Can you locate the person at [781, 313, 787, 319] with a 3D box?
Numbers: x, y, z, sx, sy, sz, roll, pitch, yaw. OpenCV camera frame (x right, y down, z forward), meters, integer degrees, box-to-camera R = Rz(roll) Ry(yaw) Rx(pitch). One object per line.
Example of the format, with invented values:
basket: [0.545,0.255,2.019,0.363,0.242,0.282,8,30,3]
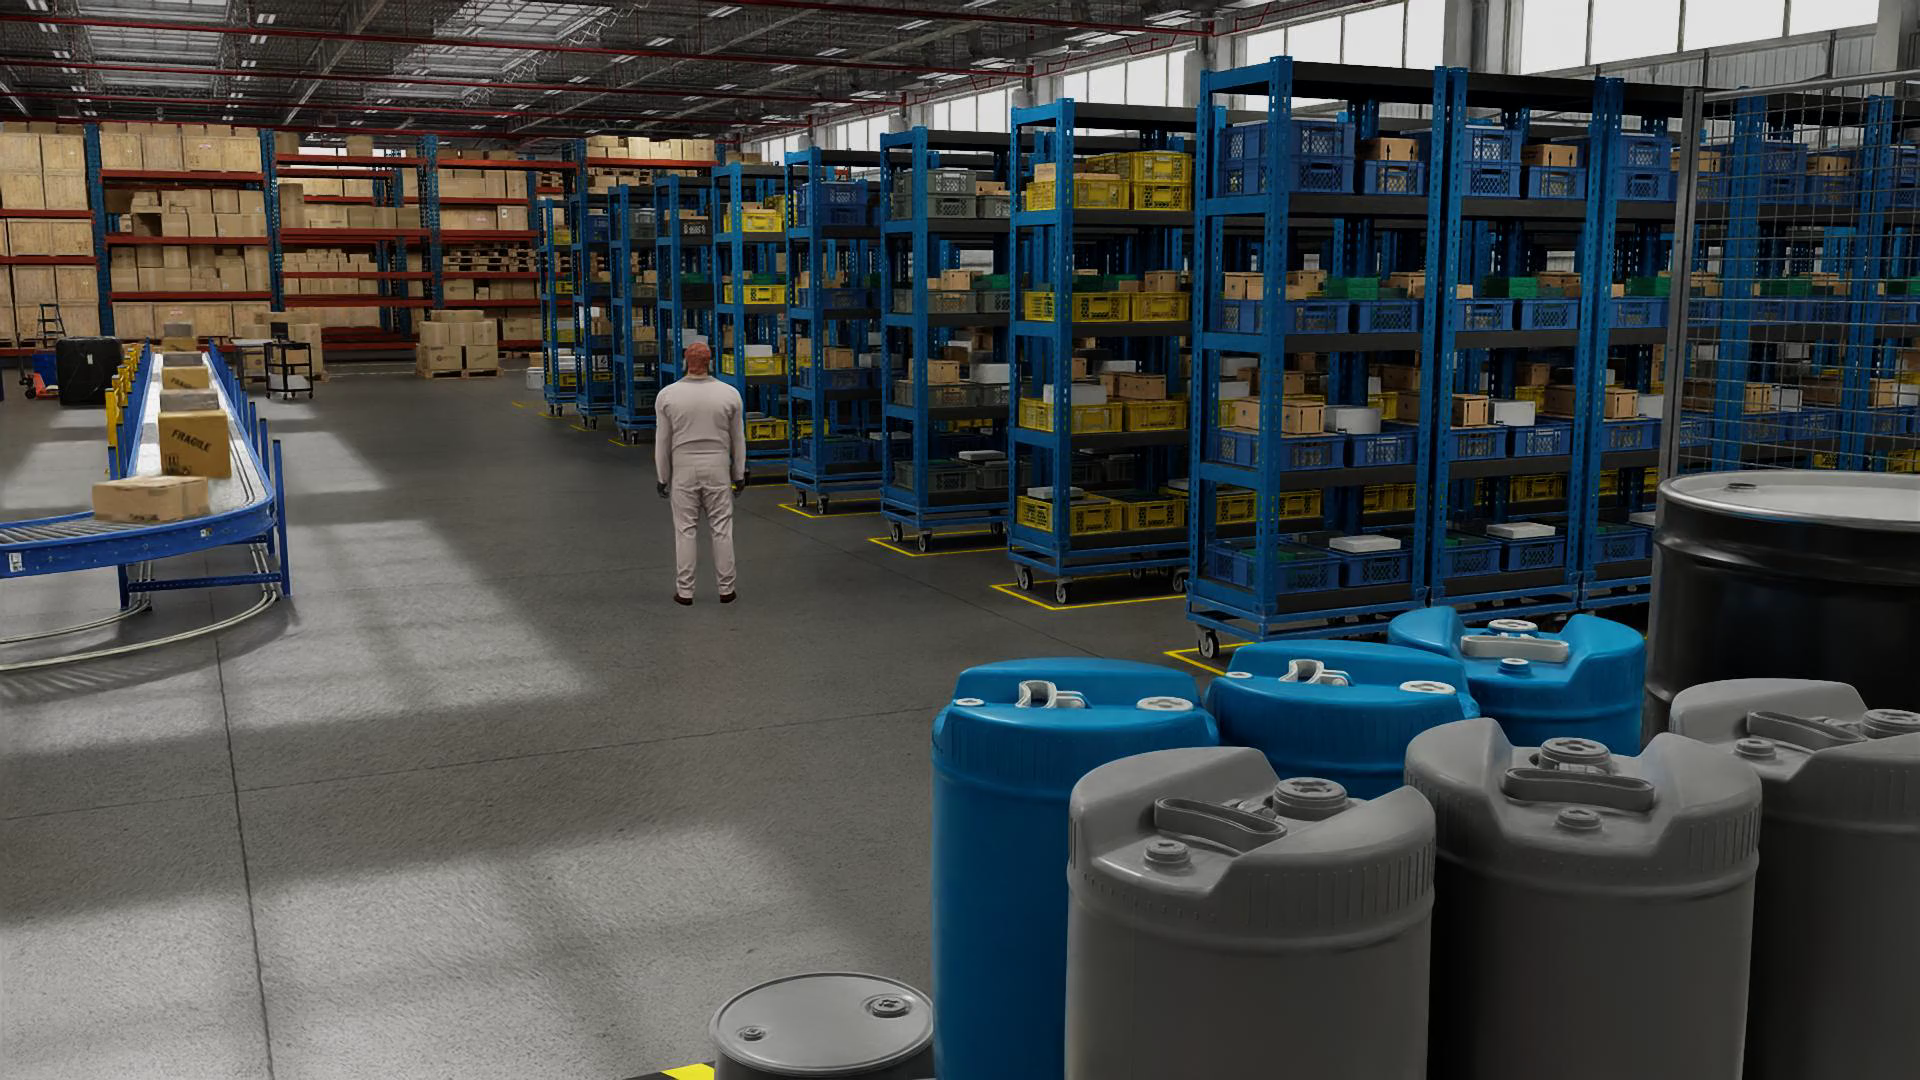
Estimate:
person: [-4.658,-5.976,45.955,0.611,1.985,0.414,-6,11,-32]

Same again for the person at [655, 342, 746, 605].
person: [-1.884,-0.479,12.074,0.654,1.906,0.406,-2,9,-14]

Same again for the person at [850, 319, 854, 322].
person: [-3.430,-6.962,52.790,0.524,1.741,0.757,-4,10,-25]

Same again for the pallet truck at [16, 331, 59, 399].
pallet truck: [-17.082,-3.353,31.781,1.630,1.274,0.653,-4,10,-25]

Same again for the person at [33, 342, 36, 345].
person: [-24.249,-5.456,43.795,0.266,1.631,0.509,8,12,40]
